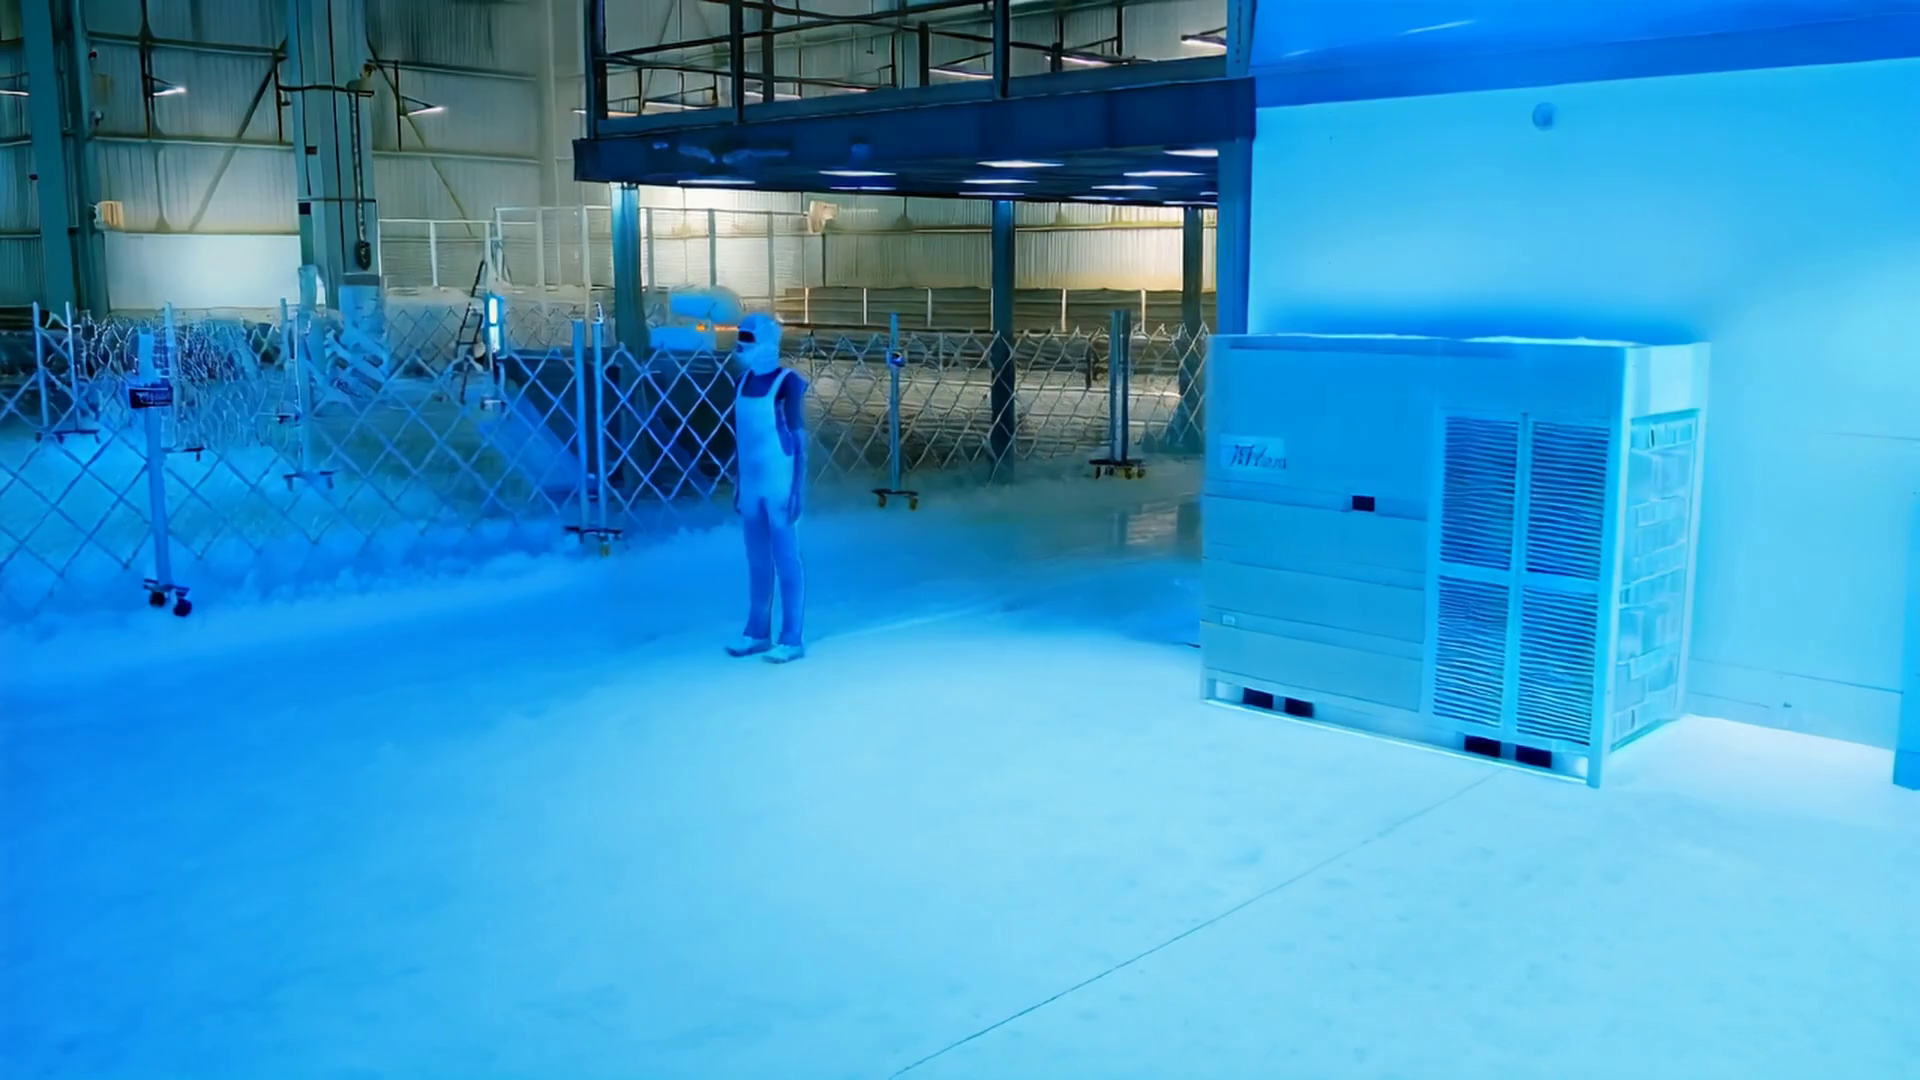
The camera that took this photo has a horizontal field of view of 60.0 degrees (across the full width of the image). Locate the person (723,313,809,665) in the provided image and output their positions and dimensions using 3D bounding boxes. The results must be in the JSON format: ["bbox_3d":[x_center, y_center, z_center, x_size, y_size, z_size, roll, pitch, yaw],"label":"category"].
[{"bbox_3d":[-1.011,-0.267,8.759,0.507,1.842,0.351,9,13,43],"label":"person"}]
